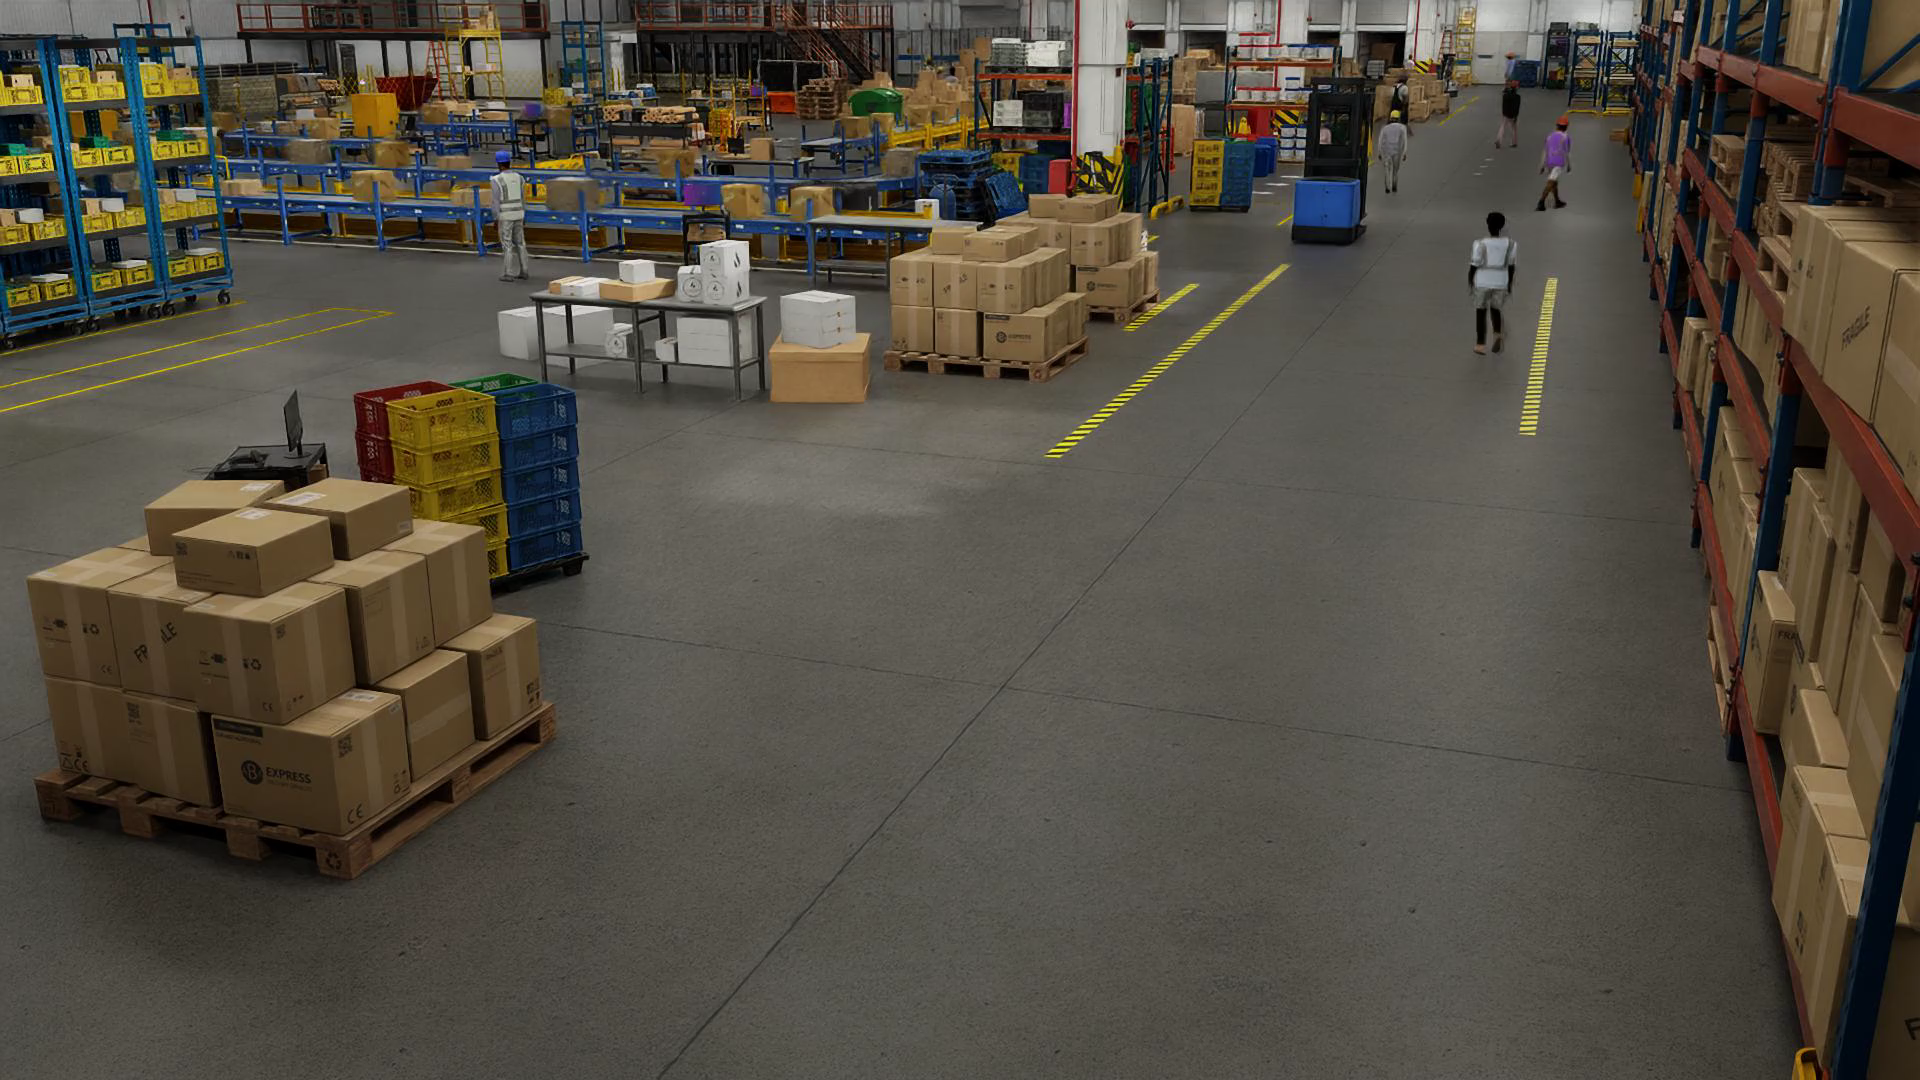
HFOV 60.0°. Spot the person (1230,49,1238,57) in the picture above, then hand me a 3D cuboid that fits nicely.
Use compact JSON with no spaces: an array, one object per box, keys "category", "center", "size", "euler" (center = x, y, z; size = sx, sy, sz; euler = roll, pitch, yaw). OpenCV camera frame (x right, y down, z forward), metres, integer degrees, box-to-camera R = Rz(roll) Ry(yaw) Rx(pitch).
[{"category":"person","center":[15.223,-26.266,92.316],"size":[0.603,1.885,0.980],"euler":[-9,20,-26]}]

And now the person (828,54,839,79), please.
[{"category":"person","center":[-6.204,-22.864,81.610],"size":[0.587,1.883,0.342],"euler":[9,20,27]}]

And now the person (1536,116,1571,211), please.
[{"category":"person","center":[12.110,-7.647,33.833],"size":[1.034,1.882,0.535],"euler":[-11,21,-30]}]

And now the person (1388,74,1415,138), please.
[{"category":"person","center":[14.139,-13.914,53.238],"size":[1.011,2.000,0.716],"euler":[-8,19,-24]}]

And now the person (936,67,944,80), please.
[{"category":"person","center":[-0.891,-18.378,67.744],"size":[0.798,1.730,0.552],"euler":[9,20,25]}]

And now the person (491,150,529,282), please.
[{"category":"person","center":[-6.759,-4.850,24.934],"size":[0.416,1.940,0.601],"euler":[11,21,31]}]

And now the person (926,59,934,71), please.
[{"category":"person","center":[-1.366,-20.601,74.567],"size":[0.349,1.846,0.506],"euler":[14,22,37]}]

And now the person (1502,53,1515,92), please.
[{"category":"person","center":[27.437,-23.326,82.994],"size":[0.572,1.925,0.542],"euler":[-14,22,-37]}]

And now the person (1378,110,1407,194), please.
[{"category":"person","center":[9.658,-8.683,37.179],"size":[0.621,1.801,0.821],"euler":[4,18,11]}]

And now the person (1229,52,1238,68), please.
[{"category":"person","center":[14.888,-25.479,89.948],"size":[0.852,1.805,0.653],"euler":[13,22,36]}]

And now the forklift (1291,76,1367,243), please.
[{"category":"forklift","center":[6.598,-6.755,29.381],"size":[1.129,2.768,1.873],"euler":[6,19,19]}]

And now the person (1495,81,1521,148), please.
[{"category":"person","center":[16.225,-12.571,49.155],"size":[0.951,1.966,0.607],"euler":[-16,23,-40]}]

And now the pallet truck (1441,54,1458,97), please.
[{"category":"pallet truck","center":[22.765,-21.886,78.355],"size":[0.823,1.965,1.885],"euler":[-4,18,-14]}]

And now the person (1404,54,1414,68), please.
[{"category":"person","center":[21.512,-22.272,79.668],"size":[0.372,1.939,0.631],"euler":[-10,20,-28]}]

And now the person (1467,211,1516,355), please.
[{"category":"person","center":[6.221,-3.002,19.512],"size":[0.551,1.683,0.394],"euler":[-1,18,-3]}]

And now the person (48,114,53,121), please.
[{"category":"person","center":[-29.034,-13.769,53.044],"size":[0.677,1.869,0.877],"euler":[-12,21,-34]}]

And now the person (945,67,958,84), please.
[{"category":"person","center":[-0.252,-16.615,61.923],"size":[0.629,1.906,1.013],"euler":[12,21,33]}]

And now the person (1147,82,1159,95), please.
[{"category":"person","center":[6.532,-14.909,57.081],"size":[0.519,1.586,0.847],"euler":[16,24,41]}]

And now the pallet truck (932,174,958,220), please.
[{"category":"pallet truck","center":[-0.507,-5.292,27.348],"size":[0.653,1.274,1.630],"euler":[6,19,19]}]

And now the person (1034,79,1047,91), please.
[{"category":"person","center":[3.281,-18.388,67.481],"size":[0.543,1.927,0.375],"euler":[8,19,23]}]

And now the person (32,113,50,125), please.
[{"category":"person","center":[-27.298,-12.678,49.359],"size":[0.605,2.030,0.429],"euler":[-9,20,-26]}]

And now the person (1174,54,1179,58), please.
[{"category":"person","center":[11.001,-23.813,84.675],"size":[0.429,1.837,0.620],"euler":[-11,21,-30]}]

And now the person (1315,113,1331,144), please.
[{"category":"person","center":[7.974,-8.606,37.017],"size":[0.523,1.757,0.374],"euler":[8,19,23]}]
